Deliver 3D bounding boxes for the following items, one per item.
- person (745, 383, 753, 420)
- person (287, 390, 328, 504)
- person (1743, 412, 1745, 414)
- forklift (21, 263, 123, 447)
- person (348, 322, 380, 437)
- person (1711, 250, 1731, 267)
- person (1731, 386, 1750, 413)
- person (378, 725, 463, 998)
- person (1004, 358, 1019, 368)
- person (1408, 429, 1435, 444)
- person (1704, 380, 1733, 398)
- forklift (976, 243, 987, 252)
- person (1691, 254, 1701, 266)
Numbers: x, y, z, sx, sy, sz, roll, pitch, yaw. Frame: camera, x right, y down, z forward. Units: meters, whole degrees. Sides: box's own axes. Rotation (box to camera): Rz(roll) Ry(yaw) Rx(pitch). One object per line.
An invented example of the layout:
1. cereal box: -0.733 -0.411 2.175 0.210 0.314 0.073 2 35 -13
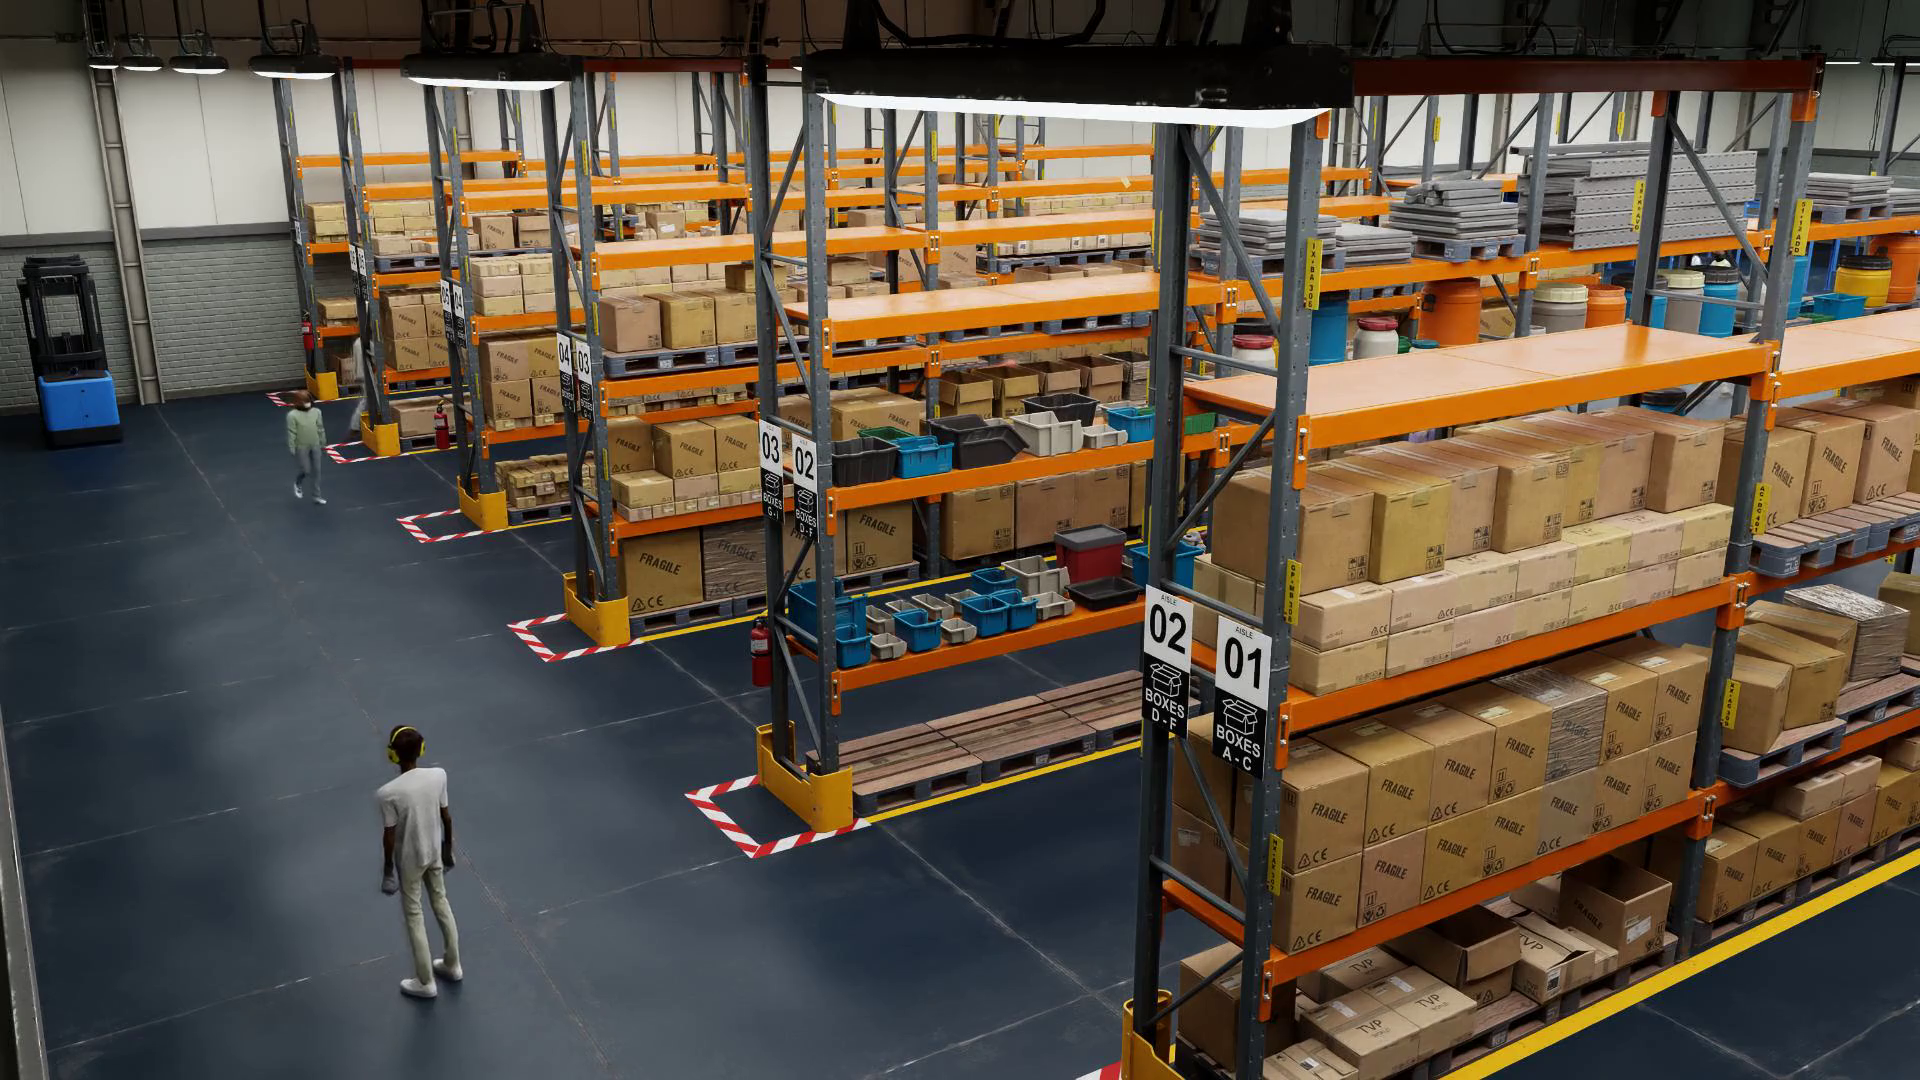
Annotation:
1. person: -3.541 -2.802 26.401 0.670 1.888 0.426 14 22 38
2. person: -9.089 -1.303 21.944 0.422 1.618 0.526 13 21 37
3. person: 13.626 -2.857 27.083 0.518 1.591 0.775 5 18 16
4. forklift: -14.518 -3.079 25.708 1.129 2.768 1.873 -10 20 -31
5. person: -9.743 -2.659 25.973 0.665 1.873 1.045 14 22 38
6. person: 17.313 -5.753 36.168 0.429 1.838 0.621 -2 17 -7
7. person: 12.642 -2.322 25.109 0.533 1.725 0.891 -2 17 -6
8. person: -3.555 2.103 10.372 0.328 1.864 0.522 12 21 34
9. person: 0.715 -1.634 22.529 0.393 1.923 0.546 -8 19 -24
10. person: 5.931 -0.984 20.374 0.365 1.928 0.586 -4 17 -12
11. person: 13.903 -3.485 28.684 0.730 1.865 0.588 -6 18 -19
12. forklift: 0.988 -5.474 34.718 1.214 2.155 2.313 -10 20 -31
13. person: 17.106 -6.071 37.107 0.491 1.891 0.604 -4 18 -14
